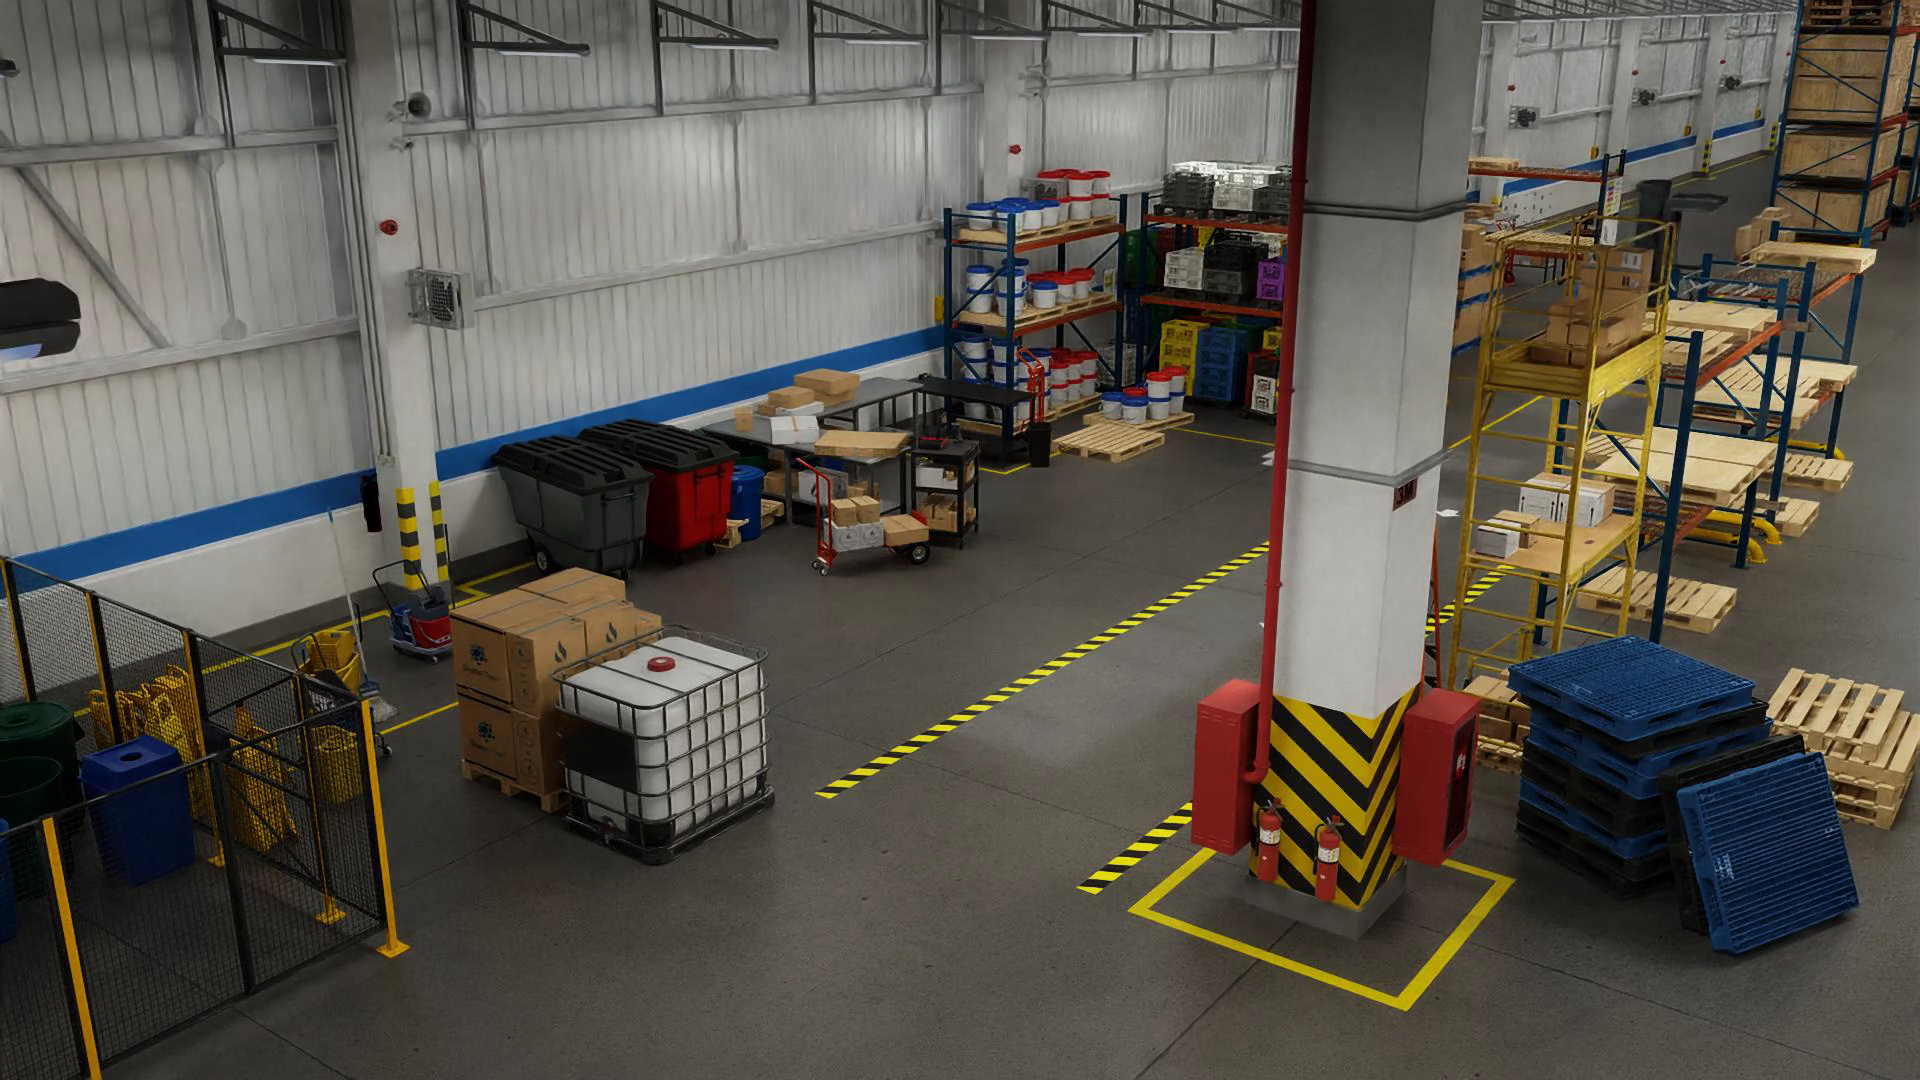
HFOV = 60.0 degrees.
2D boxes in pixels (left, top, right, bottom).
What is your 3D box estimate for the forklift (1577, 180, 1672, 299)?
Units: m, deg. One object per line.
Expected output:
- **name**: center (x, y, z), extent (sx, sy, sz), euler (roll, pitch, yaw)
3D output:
- **forklift**: center (11.235, -4.464, 27.280), extent (1.873, 2.768, 1.129), euler (11, 21, 31)
